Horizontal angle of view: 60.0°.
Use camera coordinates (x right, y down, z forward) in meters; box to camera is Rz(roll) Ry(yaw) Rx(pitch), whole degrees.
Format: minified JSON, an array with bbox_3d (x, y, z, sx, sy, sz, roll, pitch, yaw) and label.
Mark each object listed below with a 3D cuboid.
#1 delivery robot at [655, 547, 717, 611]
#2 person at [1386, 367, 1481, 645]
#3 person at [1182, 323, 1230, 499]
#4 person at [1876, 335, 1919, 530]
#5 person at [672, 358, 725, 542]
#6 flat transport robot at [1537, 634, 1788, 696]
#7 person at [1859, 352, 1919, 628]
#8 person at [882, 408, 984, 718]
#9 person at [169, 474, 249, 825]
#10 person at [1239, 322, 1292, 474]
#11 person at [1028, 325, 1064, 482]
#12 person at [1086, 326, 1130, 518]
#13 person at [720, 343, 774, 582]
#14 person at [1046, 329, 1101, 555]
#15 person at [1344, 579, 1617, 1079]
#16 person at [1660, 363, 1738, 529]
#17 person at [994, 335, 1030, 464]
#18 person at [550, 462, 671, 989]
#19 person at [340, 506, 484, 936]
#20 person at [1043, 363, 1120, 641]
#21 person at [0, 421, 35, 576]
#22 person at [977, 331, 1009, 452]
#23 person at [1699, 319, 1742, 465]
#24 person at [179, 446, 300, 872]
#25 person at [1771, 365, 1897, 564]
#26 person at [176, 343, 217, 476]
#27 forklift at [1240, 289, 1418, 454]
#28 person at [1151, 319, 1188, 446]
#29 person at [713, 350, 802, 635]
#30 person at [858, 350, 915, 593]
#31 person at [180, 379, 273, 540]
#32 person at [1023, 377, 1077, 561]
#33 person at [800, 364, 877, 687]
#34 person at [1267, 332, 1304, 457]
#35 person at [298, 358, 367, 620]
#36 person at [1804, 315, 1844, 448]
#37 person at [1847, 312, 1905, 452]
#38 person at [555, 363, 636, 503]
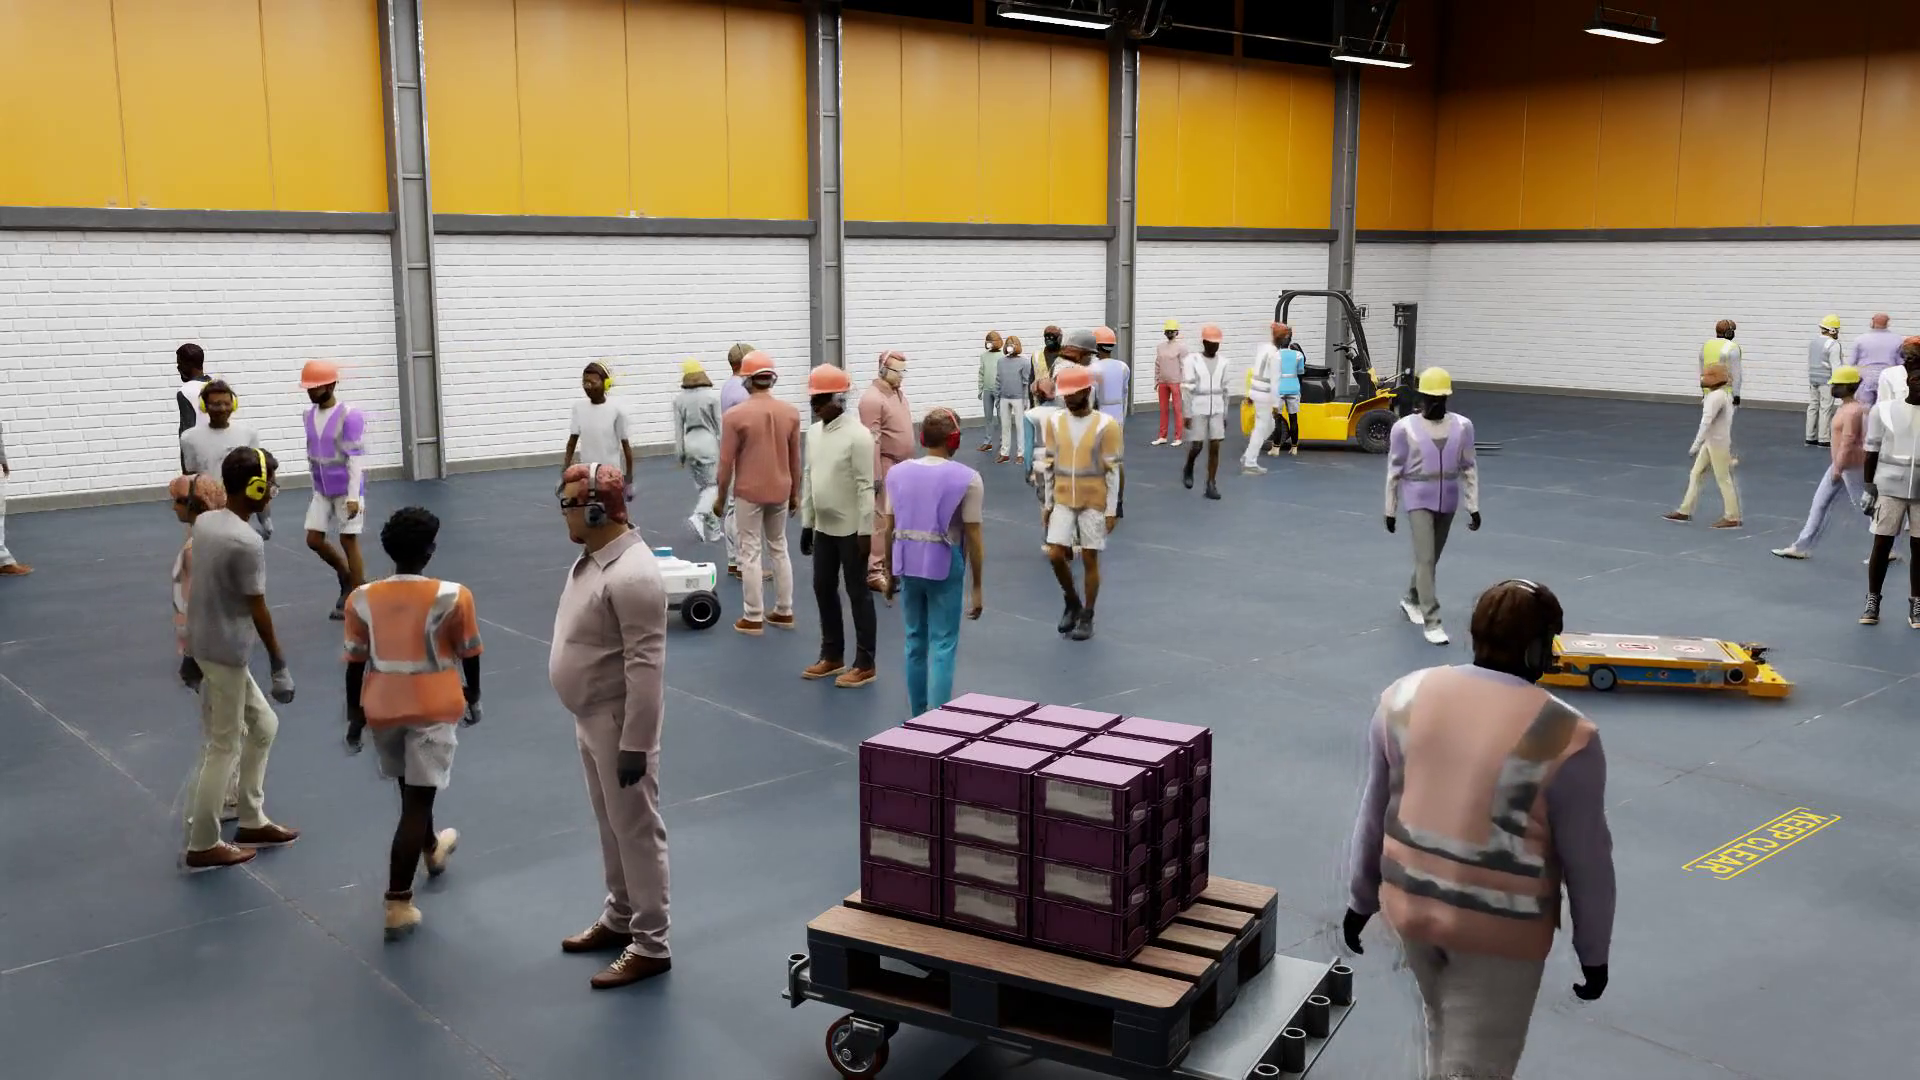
[{"bbox_3d":[-2.102,0.295,11.880,0.707,0.478,0.477,-2,10,-12],"label":"delivery robot"},{"bbox_3d":[3.280,-0.272,11.620,0.591,1.884,0.974,-2,10,-10],"label":"person"},{"bbox_3d":[2.679,-1.413,18.168,0.548,1.918,0.593,-2,10,-13],"label":"person"},{"bbox_3d":[9.133,-1.031,16.056,0.580,1.881,0.389,7,12,35],"label":"person"},{"bbox_3d":[-2.397,-0.807,15.238,0.538,1.701,0.666,3,10,18],"label":"person"},{"bbox_3d":[4.274,0.754,10.298,1.431,0.197,0.652,2,10,12],"label":"flat transport robot"},{"bbox_3d":[6.747,-0.354,11.831,0.607,1.966,0.366,5,11,25],"label":"person"},{"bbox_3d":[-0.115,0.210,9.010,0.601,1.817,0.633,5,11,27],"label":"person"},{"bbox_3d":[-3.498,0.502,7.773,0.306,1.639,0.523,-2,10,-14],"label":"person"},{"bbox_3d":[3.690,-1.696,20.043,0.537,1.846,0.613,0,10,-1],"label":"person"},{"bbox_3d":[1.080,-1.570,19.316,0.626,1.843,0.430,4,11,24],"label":"person"},{"bbox_3d":[1.437,-1.164,16.650,0.544,1.939,0.372,-7,12,-35],"label":"person"},{"bbox_3d":[-1.753,-0.633,13.543,0.372,1.940,0.632,-4,10,-20],"label":"person"},{"bbox_3d":[1.034,-0.873,14.649,0.601,2.000,0.715,-3,10,-18],"label":"person"},{"bbox_3d":[1.399,0.998,4.388,0.770,1.810,0.659,-9,13,-41],"label":"person"},{"bbox_3d":[7.226,-0.911,16.155,0.776,1.597,0.511,4,10,21],"label":"person"},{"bbox_3d":[0.661,-1.782,21.156,0.504,1.636,0.280,6,11,32],"label":"person"},{"bbox_3d":[-1.283,0.663,6.060,0.399,1.904,0.644,-5,11,-26],"label":"person"},{"bbox_3d":[-2.179,0.683,6.686,0.523,1.637,0.912,1,10,8],"label":"person"},{"bbox_3d":[0.811,-0.250,11.401,0.548,1.910,0.424,4,11,23],"label":"person"},{"bbox_3d":[-8.131,-0.641,13.648,0.799,1.921,0.629,-2,10,-9],"label":"person"},{"bbox_3d":[0.459,-1.996,22.413,0.509,1.632,0.266,7,12,34],"label":"person"},{"bbox_3d":[9.643,-1.868,21.061,0.429,1.844,0.627,-4,10,-20],"label":"person"},{"bbox_3d":[-3.083,0.511,7.164,0.666,1.825,0.546,-9,13,-43],"label":"person"},{"bbox_3d":[7.605,-0.642,14.262,0.953,1.713,0.535,2,10,14],"label":"person"},{"bbox_3d":[-6.358,-0.697,14.013,0.397,1.911,0.587,1,10,8],"label":"person"},{"bbox_3d":[5.034,-2.339,22.783,2.313,2.155,1.214,3,10,16],"label":"forklift"},{"bbox_3d":[2.920,-2.188,23.155,0.525,1.769,0.313,9,13,42],"label":"person"},{"bbox_3d":[-1.398,-0.330,11.616,0.627,1.991,0.428,-8,12,-38],"label":"person"},{"bbox_3d":[-0.554,-0.547,13.164,0.399,1.899,0.643,3,10,19],"label":"person"},{"bbox_3d":[-4.949,-0.184,11.232,0.524,1.842,0.873,-6,11,-30],"label":"person"},{"bbox_3d":[0.826,-0.624,14.511,0.553,1.598,0.764,-2,10,-10],"label":"person"},{"bbox_3d":[-0.777,-0.082,10.226,0.452,1.979,0.619,-8,13,-39],"label":"person"},{"bbox_3d":[4.266,-1.939,21.893,0.533,1.698,0.322,-2,10,-10],"label":"person"},{"bbox_3d":[-4.536,-0.364,12.043,0.548,1.910,0.460,4,11,23],"label":"person"},{"bbox_3d":[11.914,-2.177,22.891,0.404,1.831,0.600,-2,10,-9],"label":"person"},{"bbox_3d":[12.333,-2.124,22.445,0.684,1.885,0.559,3,10,15],"label":"person"},{"bbox_3d":[-2.848,-0.492,13.094,0.534,1.815,0.997,4,11,25],"label":"person"}]
